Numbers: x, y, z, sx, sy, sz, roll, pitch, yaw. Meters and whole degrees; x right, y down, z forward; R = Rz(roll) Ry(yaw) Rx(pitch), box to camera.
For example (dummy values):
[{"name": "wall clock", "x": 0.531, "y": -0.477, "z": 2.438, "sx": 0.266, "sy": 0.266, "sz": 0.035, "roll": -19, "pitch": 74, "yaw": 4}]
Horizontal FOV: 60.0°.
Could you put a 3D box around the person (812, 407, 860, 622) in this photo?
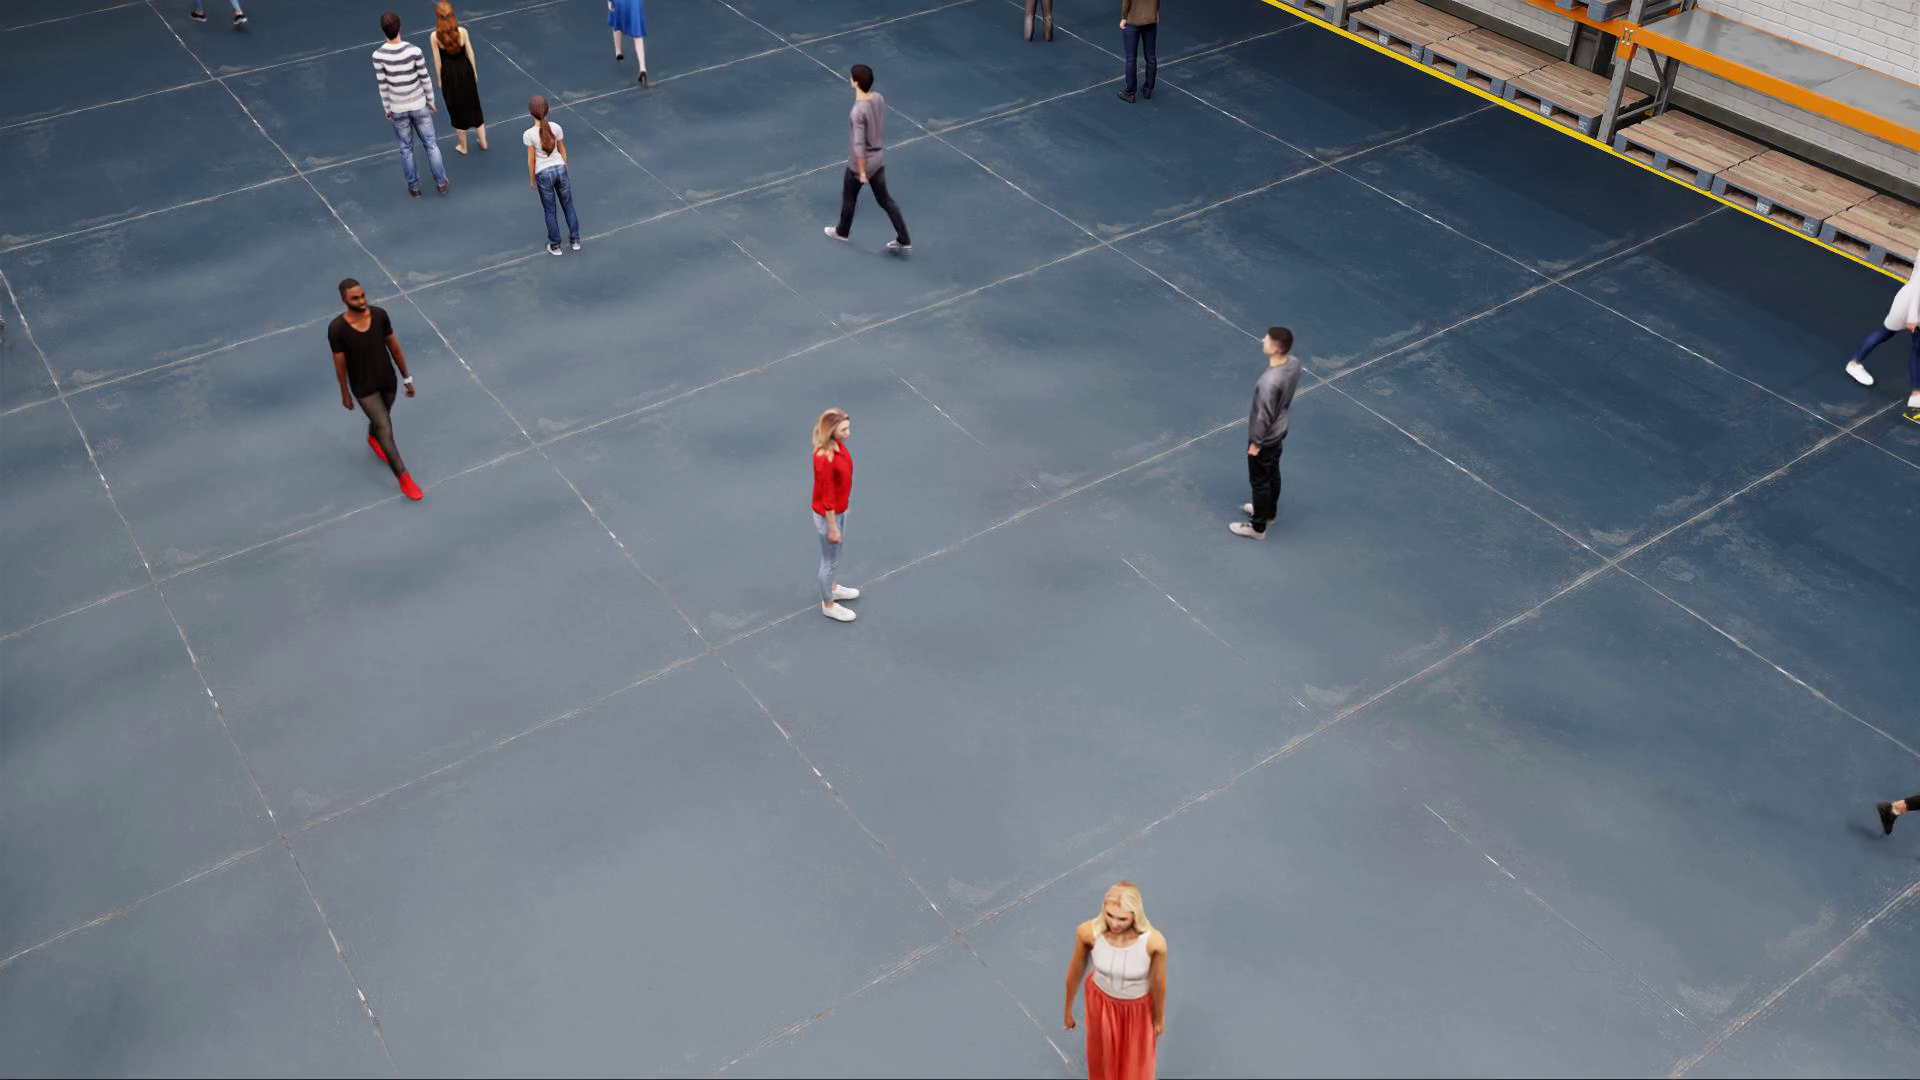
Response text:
[{"name": "person", "x": -0.883, "y": -0.198, "z": 11.477, "sx": 0.741, "sy": 1.706, "sz": 0.660, "roll": 4, "pitch": 39, "yaw": 5}]

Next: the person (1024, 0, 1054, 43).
[{"name": "person", "x": 0.934, "y": -6.640, "z": 19.809, "sx": 0.741, "sy": 1.715, "sz": 0.756, "roll": 3, "pitch": 39, "yaw": 4}]

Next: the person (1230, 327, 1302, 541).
[{"name": "person", "x": 2.260, "y": -0.788, "z": 12.173, "sx": 0.654, "sy": 1.761, "sz": 0.687, "roll": 23, "pitch": 44, "yaw": 26}]

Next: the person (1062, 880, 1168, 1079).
[{"name": "person", "x": 0.812, "y": 2.264, "z": 8.324, "sx": 0.861, "sy": 1.795, "sz": 0.918, "roll": 10, "pitch": 40, "yaw": 12}]

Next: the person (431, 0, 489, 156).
[{"name": "person", "x": -5.236, "y": -4.819, "z": 17.329, "sx": 0.574, "sy": 1.625, "sz": 0.576, "roll": -20, "pitch": 43, "yaw": -24}]

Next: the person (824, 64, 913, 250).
[{"name": "person", "x": -0.785, "y": -3.515, "z": 15.551, "sx": 1.281, "sy": 1.806, "sz": 0.993, "roll": 21, "pitch": 43, "yaw": 25}]

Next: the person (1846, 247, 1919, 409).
[{"name": "person", "x": 7.763, "y": -1.963, "z": 13.667, "sx": 0.761, "sy": 1.732, "sz": 1.147, "roll": -16, "pitch": 41, "yaw": -19}]

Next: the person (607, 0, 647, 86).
[{"name": "person", "x": -3.726, "y": -6.005, "z": 18.697, "sx": 0.770, "sy": 1.772, "sz": 1.171, "roll": -15, "pitch": 41, "yaw": -18}]

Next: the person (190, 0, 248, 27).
[{"name": "person", "x": -9.055, "y": -6.971, "z": 20.010, "sx": 1.207, "sy": 1.642, "sz": 0.938, "roll": 19, "pitch": 43, "yaw": 23}]

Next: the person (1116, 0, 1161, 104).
[{"name": "person", "x": 1.992, "y": -5.756, "z": 18.292, "sx": 0.696, "sy": 1.888, "sz": 0.637, "roll": -15, "pitch": 41, "yaw": -18}]

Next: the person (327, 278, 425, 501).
[{"name": "person", "x": -4.532, "y": -1.233, "z": 12.723, "sx": 1.221, "sy": 1.769, "sz": 0.793, "roll": 31, "pitch": 48, "yaw": 33}]

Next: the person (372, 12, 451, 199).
[{"name": "person", "x": -5.479, "y": -4.314, "z": 16.515, "sx": 0.706, "sy": 1.852, "sz": 0.627, "roll": -12, "pitch": 40, "yaw": -14}]

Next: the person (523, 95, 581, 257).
[{"name": "person", "x": -3.850, "y": -3.446, "z": 15.660, "sx": 0.554, "sy": 1.562, "sz": 0.541, "roll": -19, "pitch": 42, "yaw": -22}]
